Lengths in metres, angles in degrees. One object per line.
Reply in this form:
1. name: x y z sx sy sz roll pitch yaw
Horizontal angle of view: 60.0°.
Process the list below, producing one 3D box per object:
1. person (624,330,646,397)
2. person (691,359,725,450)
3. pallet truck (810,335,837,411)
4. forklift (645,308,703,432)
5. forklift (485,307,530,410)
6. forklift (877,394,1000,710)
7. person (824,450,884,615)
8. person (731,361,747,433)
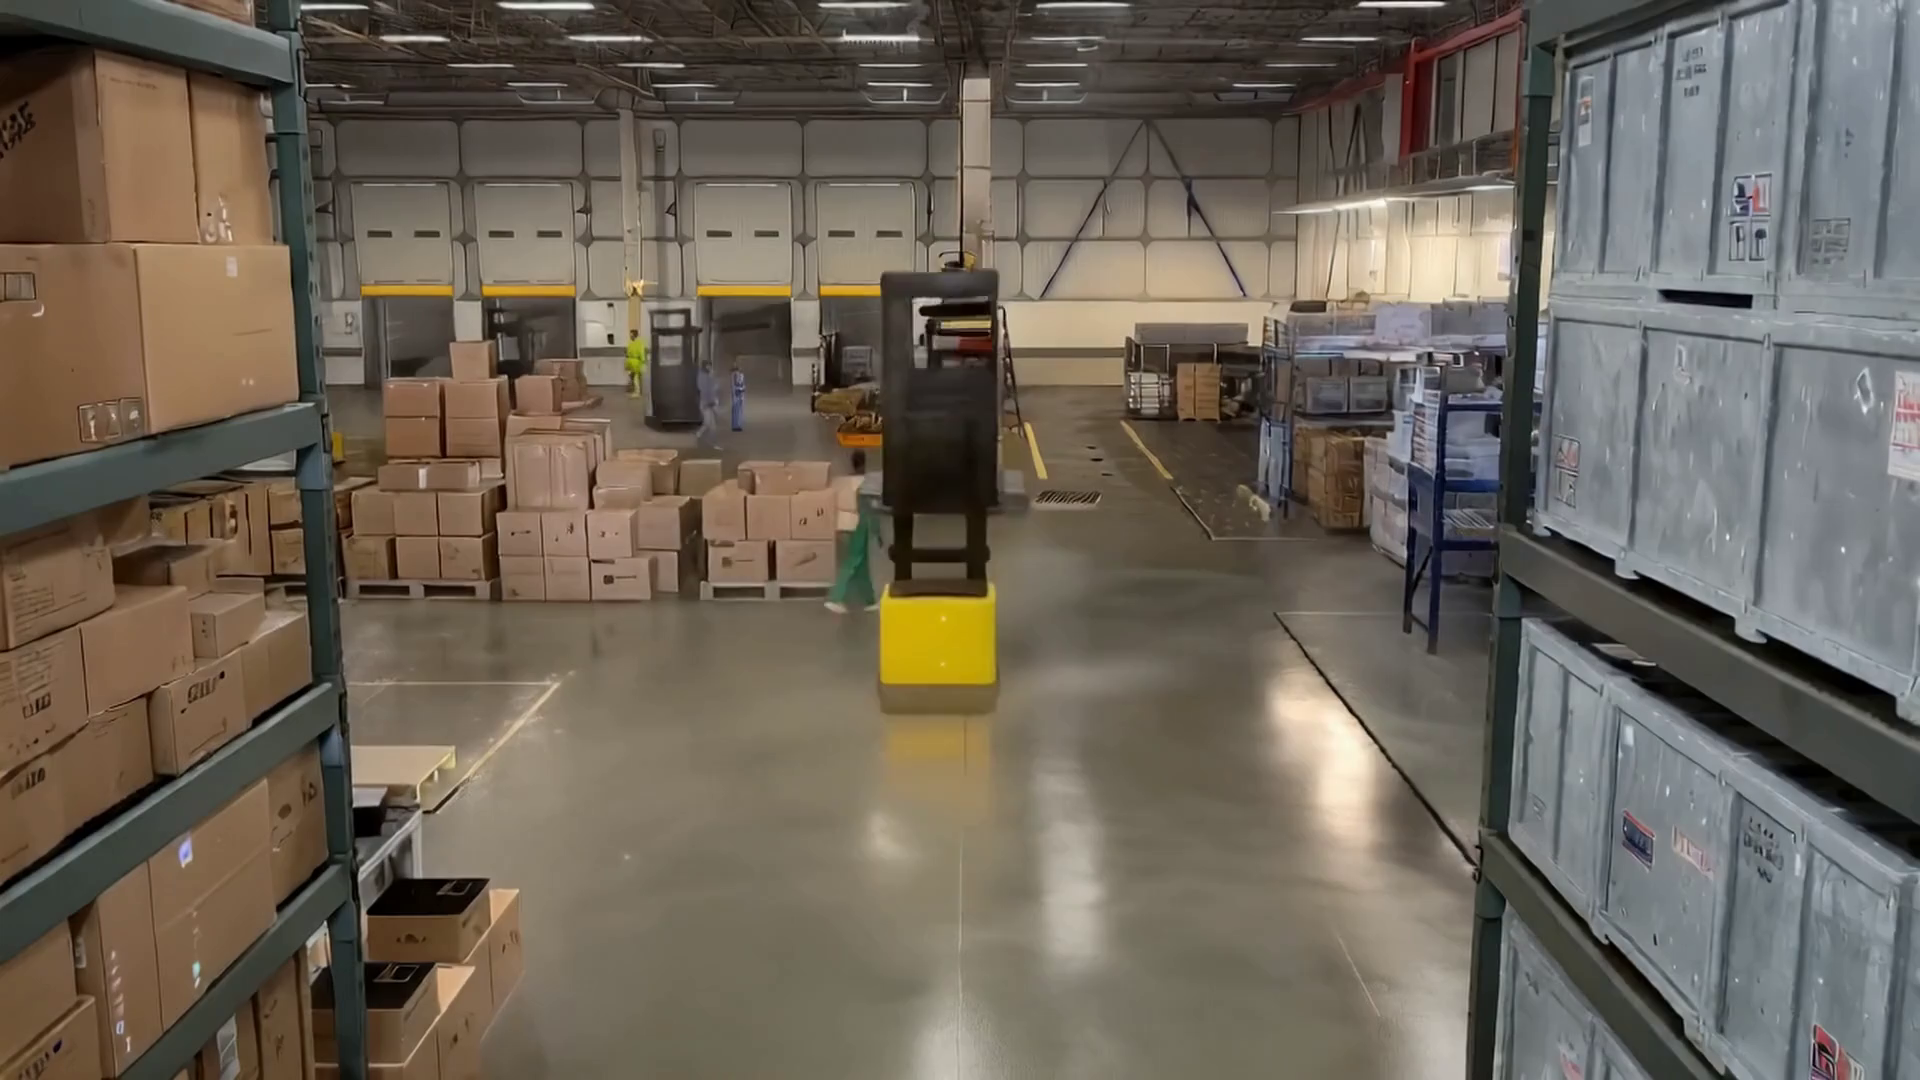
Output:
1. person: -9.270 -5.017 47.426 0.641 1.922 0.501 2 10 14
2. person: -5.316 -2.854 34.928 0.756 1.922 0.635 3 10 14
3. pallet truck: -3.021 -4.312 43.126 1.885 1.965 0.823 3 10 17
4. forklift: -6.707 -3.996 38.759 1.129 2.768 1.873 -3 10 -19
5. forklift: -10.751 -4.150 39.642 1.129 2.768 1.873 0 10 1
6. forklift: -0.191 0.036 15.495 1.129 2.768 1.873 0 10 1
7. person: -1.251 -0.077 19.081 0.798 1.868 0.718 -9 13 -43
8. person: -5.115 -3.299 38.312 0.307 1.641 0.511 3 10 17
